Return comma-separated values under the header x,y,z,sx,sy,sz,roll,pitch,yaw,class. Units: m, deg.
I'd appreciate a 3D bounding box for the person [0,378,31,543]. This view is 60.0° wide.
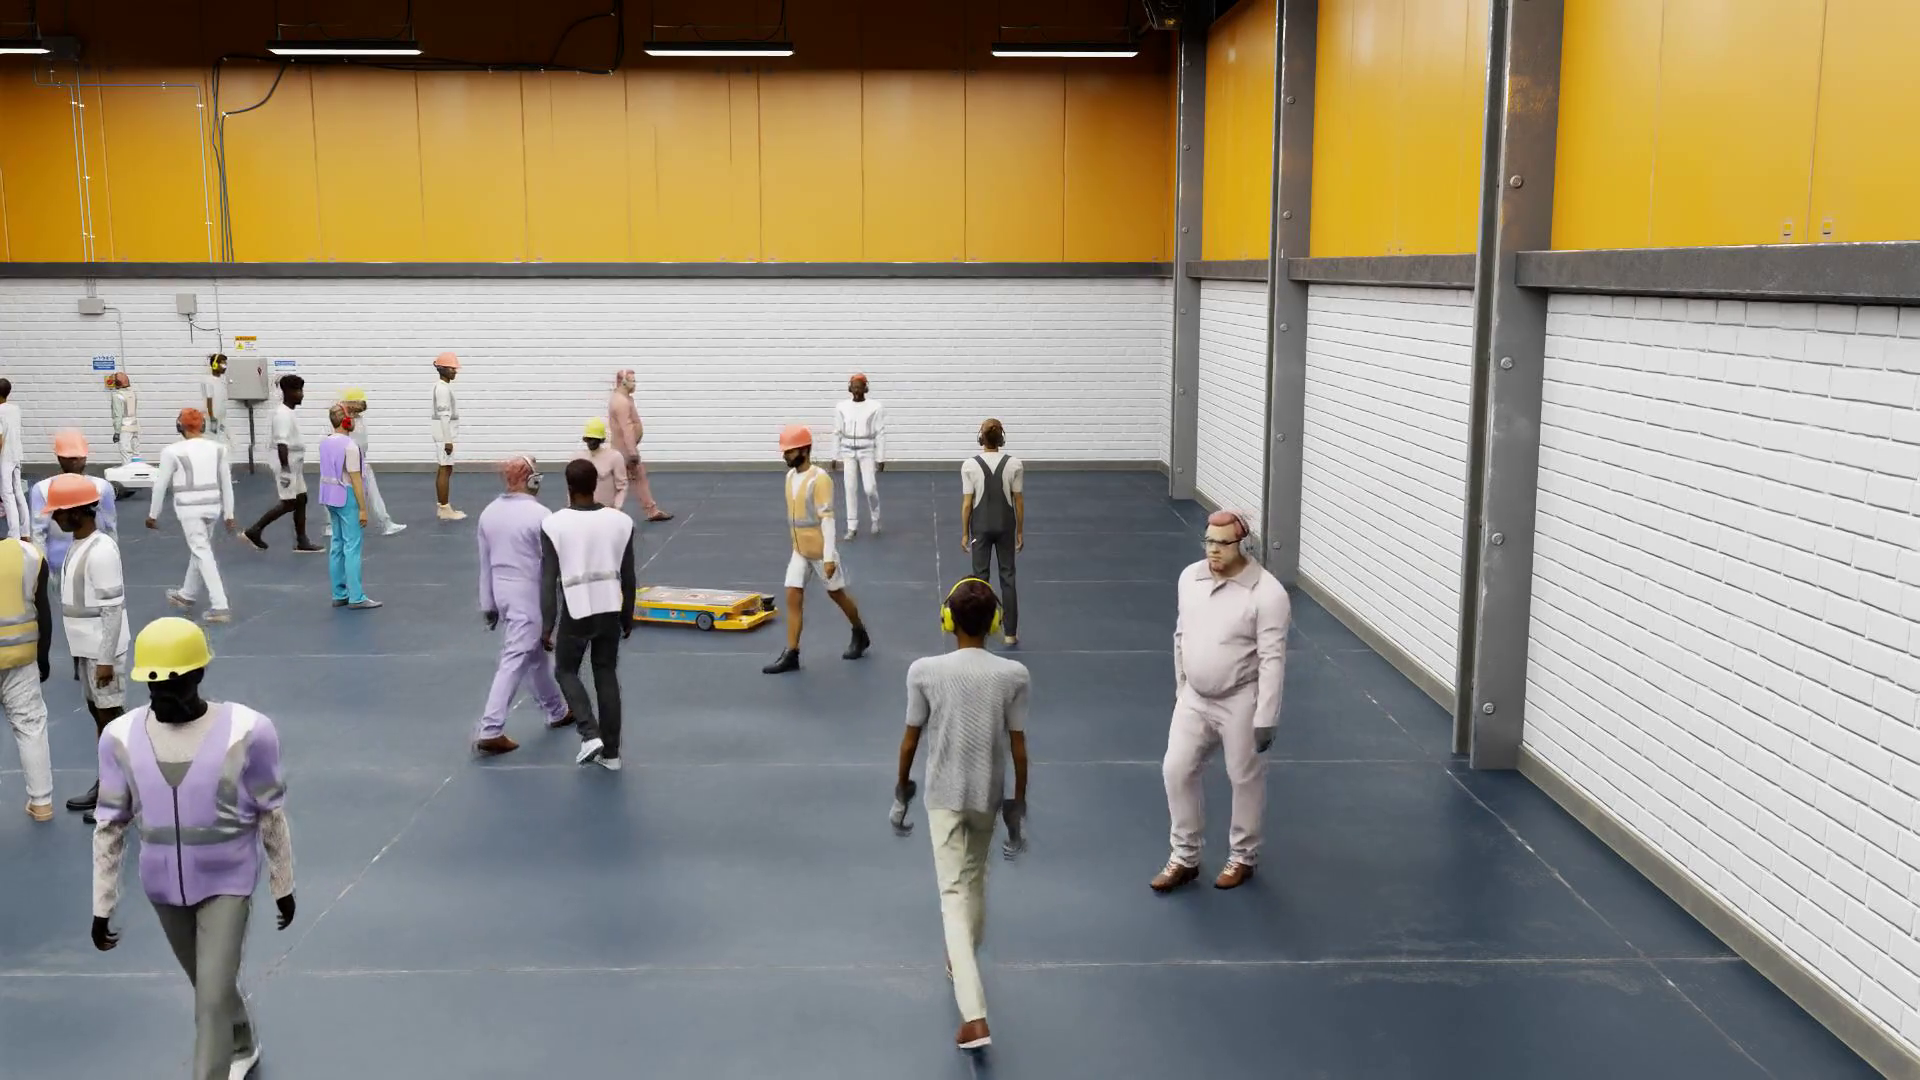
x,y,z,sx,sy,sz,roll,pitch,yaw,class
-10.389,-0.843,18.101,0.328,1.876,0.514,0,9,-2,person

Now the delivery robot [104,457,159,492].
x,y,z,sx,sy,sz,roll,pitch,yaw,class
-10.827,-0.846,21.868,0.707,0.478,0.477,-1,9,-7,delivery robot

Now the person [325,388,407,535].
x,y,z,sx,sy,sz,roll,pitch,yaw,class
-6.801,-0.874,18.819,0.924,1.691,0.500,1,9,4,person

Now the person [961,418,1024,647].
x,y,z,sx,sy,sz,roll,pitch,yaw,class
0.262,-0.056,13.362,0.506,1.847,0.343,0,9,-3,person

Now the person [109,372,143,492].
x,y,z,sx,sy,sz,roll,pitch,yaw,class
-11.357,-1.467,22.648,0.309,1.640,0.513,0,9,1,person

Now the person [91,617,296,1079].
x,y,z,sx,sy,sz,roll,pitch,yaw,class
-2.656,1.174,5.752,0.615,1.870,1.010,0,9,-1,person

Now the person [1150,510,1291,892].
x,y,z,sx,sy,sz,roll,pitch,yaw,class
1.223,0.796,8.008,0.687,1.880,0.719,9,13,42,person

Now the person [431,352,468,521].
x,y,z,sx,sy,sz,roll,pitch,yaw,class
-6.191,-1.253,20.109,0.395,2.040,0.609,-4,10,-21,person

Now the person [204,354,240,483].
x,y,z,sx,sy,sz,roll,pitch,yaw,class
-10.378,-1.689,23.373,0.569,1.841,0.574,1,9,4,person

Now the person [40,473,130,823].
x,y,z,sx,sy,sz,roll,pitch,yaw,class
-4.779,0.589,9.152,0.375,1.931,0.542,-8,12,-39,person

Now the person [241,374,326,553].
x,y,z,sx,sy,sz,roll,pitch,yaw,class
-7.195,-0.789,17.591,0.723,1.938,0.649,-3,10,-16,person

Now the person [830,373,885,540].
x,y,z,sx,sy,sz,roll,pitch,yaw,class
-1.148,-0.941,18.693,0.601,1.875,0.505,2,10,15,person

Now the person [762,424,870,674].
x,y,z,sx,sy,sz,roll,pitch,yaw,class
-1.055,0.047,12.673,1.004,1.886,0.618,-8,12,-41,person

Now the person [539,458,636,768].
x,y,z,sx,sy,sz,roll,pitch,yaw,class
-2.250,0.458,10.067,0.666,1.893,0.453,-7,11,-36,person

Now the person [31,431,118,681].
x,y,z,sx,sy,sz,roll,pitch,yaw,class
-6.351,0.152,11.981,0.543,1.895,1.010,-4,10,-24,person

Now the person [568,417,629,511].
x,y,z,sx,sy,sz,roll,pitch,yaw,class
-3.217,-0.237,14.839,0.570,1.721,0.468,2,9,11,person

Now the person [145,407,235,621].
x,y,z,sx,sy,sz,roll,pitch,yaw,class
-6.698,-0.231,14.466,0.990,1.831,0.596,5,11,29,person

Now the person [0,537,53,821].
x,y,z,sx,sy,sz,roll,pitch,yaw,class
-5.236,0.661,8.983,0.430,1.845,0.624,8,12,41,person

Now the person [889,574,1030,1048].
x,y,z,sx,sy,sz,roll,pitch,yaw,class
0.015,1.053,6.636,0.532,1.831,0.958,-2,10,-14,person

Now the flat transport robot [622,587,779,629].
x,y,z,sx,sy,sz,roll,pitch,yaw,class
-2.349,0.573,14.320,1.431,0.197,0.652,3,10,17,flat transport robot

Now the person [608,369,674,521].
x,y,z,sx,sy,sz,roll,pitch,yaw,class
-3.978,-1.104,19.783,1.011,1.858,0.665,-2,9,-10,person

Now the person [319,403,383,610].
x,y,z,sx,sy,sz,roll,pitch,yaw,class
-5.488,-0.297,14.832,0.563,1.850,0.390,7,12,39,person

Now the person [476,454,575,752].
x,y,z,sx,sy,sz,roll,pitch,yaw,class
-2.769,0.388,10.628,0.634,1.858,1.014,7,12,38,person
